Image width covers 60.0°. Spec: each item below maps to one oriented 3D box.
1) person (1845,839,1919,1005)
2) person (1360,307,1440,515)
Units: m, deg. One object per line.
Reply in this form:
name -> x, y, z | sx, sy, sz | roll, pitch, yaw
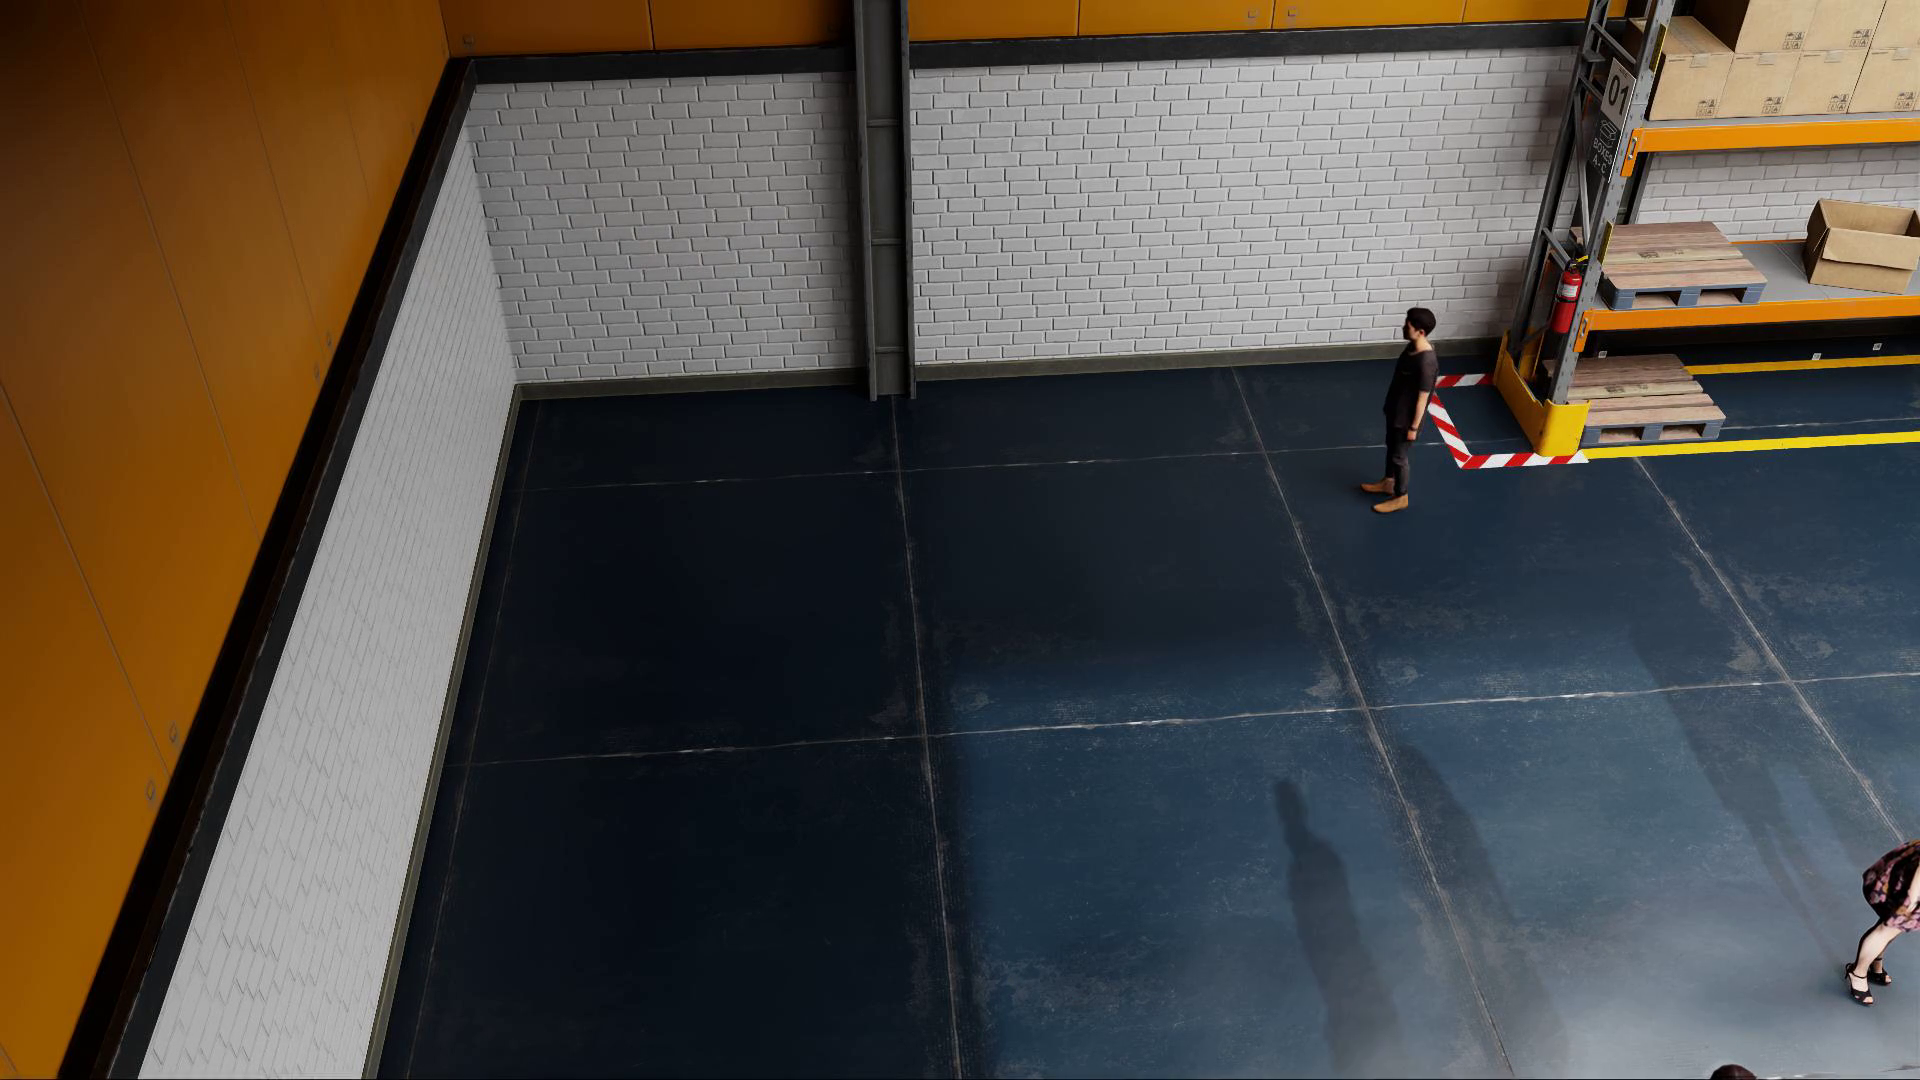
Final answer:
person -> 5.201, 1.846, 8.988 | 0.776, 1.774, 0.856 | -25, 45, -28
person -> 3.409, -0.991, 12.588 | 0.599, 1.716, 0.664 | 0, 39, 0
